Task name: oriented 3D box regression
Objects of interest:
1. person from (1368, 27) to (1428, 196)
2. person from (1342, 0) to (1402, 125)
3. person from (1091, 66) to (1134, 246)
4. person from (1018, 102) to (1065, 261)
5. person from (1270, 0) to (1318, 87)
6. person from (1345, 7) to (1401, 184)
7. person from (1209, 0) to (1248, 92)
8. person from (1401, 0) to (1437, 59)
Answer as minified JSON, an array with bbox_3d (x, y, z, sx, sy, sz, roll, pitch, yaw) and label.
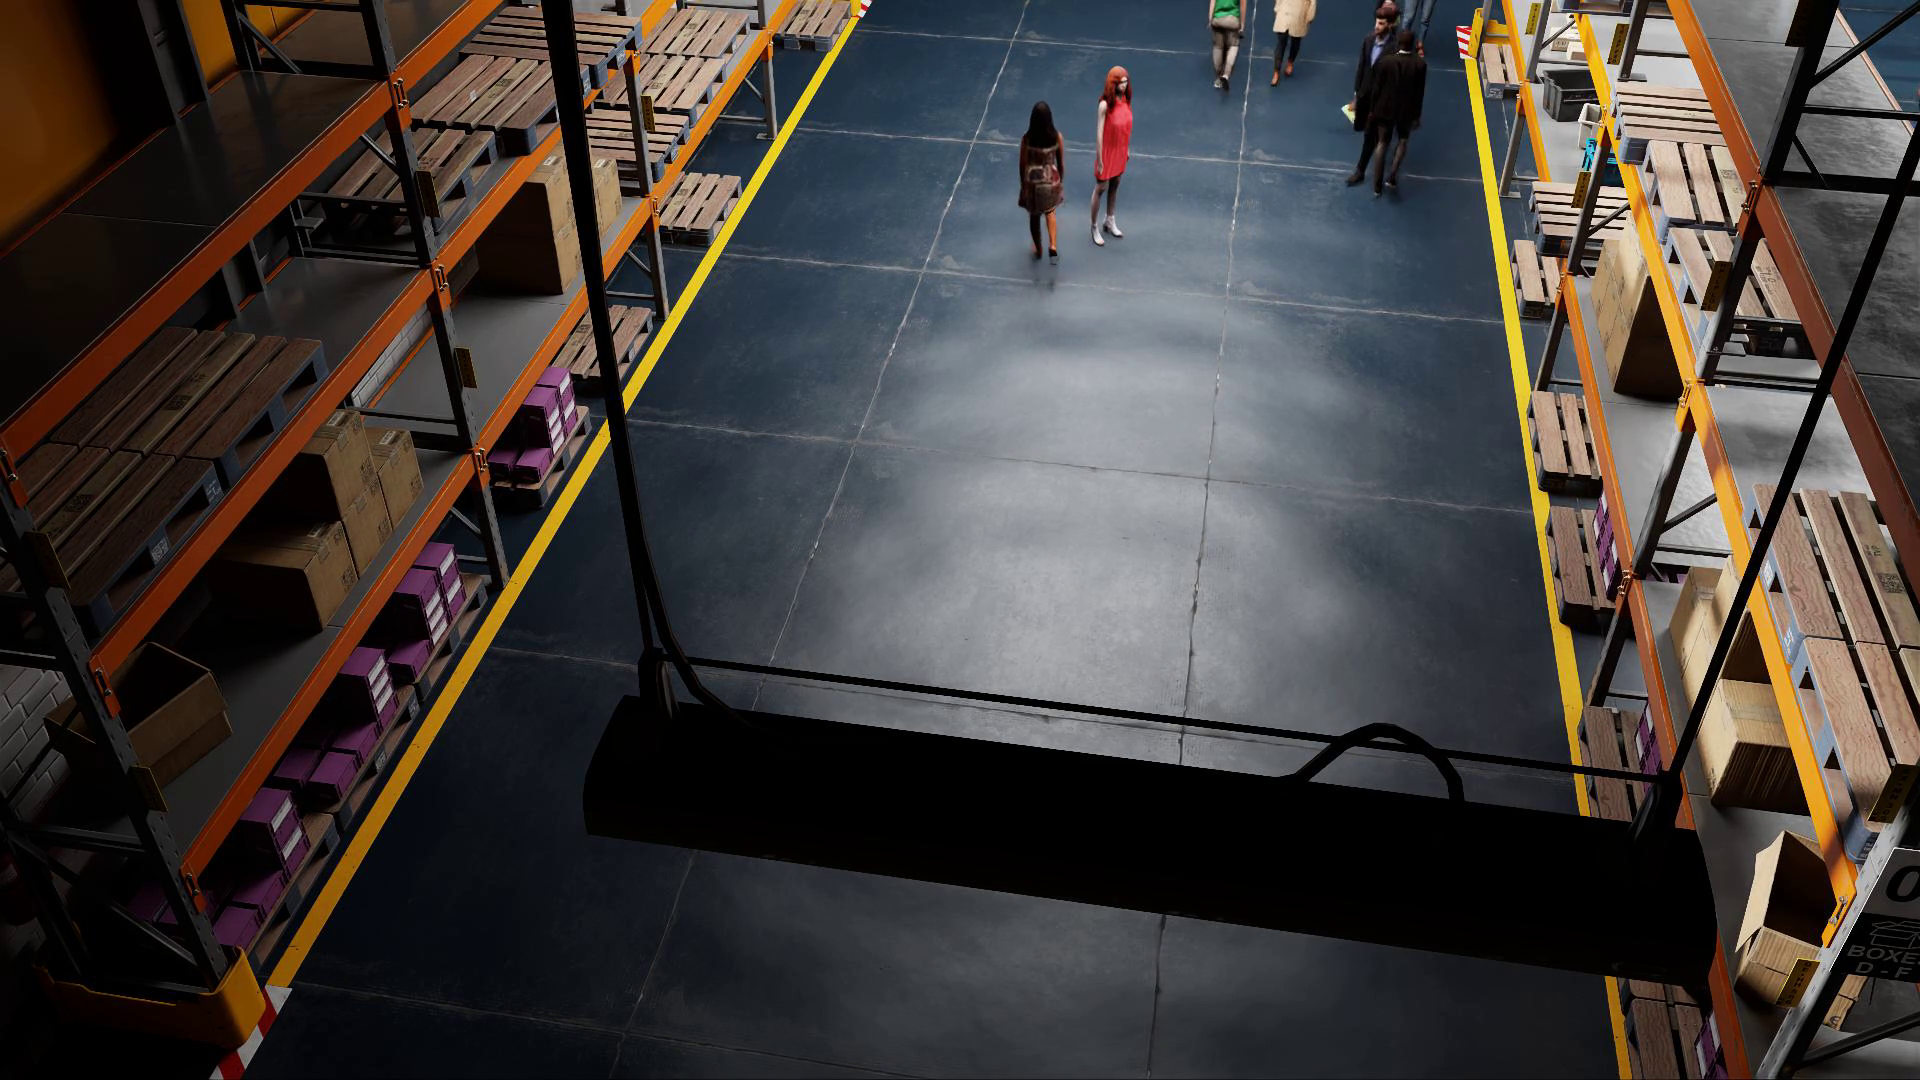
[{"bbox_3d":[4.521,-4.405,17.282,0.748,1.791,0.675,12,40,14],"label":"person"},{"bbox_3d":[4.636,-5.461,18.652,0.720,1.732,0.830,0,39,0],"label":"person"},{"bbox_3d":[1.507,-3.835,16.541,0.652,1.826,0.733,-29,47,-31],"label":"person"},{"bbox_3d":[0.797,-3.439,16.199,0.752,1.633,0.868,-4,39,-6],"label":"person"},{"bbox_3d":[3.989,-6.266,19.724,0.745,1.652,0.980,12,40,15],"label":"person"},{"bbox_3d":[4.453,-4.749,17.646,1.160,1.874,1.063,-29,47,-31],"label":"person"},{"bbox_3d":[3.106,-6.039,19.450,0.577,1.640,0.813,8,39,10],"label":"person"},{"bbox_3d":[5.656,-6.747,20.302,0.606,1.683,0.523,6,39,7],"label":"person"}]
